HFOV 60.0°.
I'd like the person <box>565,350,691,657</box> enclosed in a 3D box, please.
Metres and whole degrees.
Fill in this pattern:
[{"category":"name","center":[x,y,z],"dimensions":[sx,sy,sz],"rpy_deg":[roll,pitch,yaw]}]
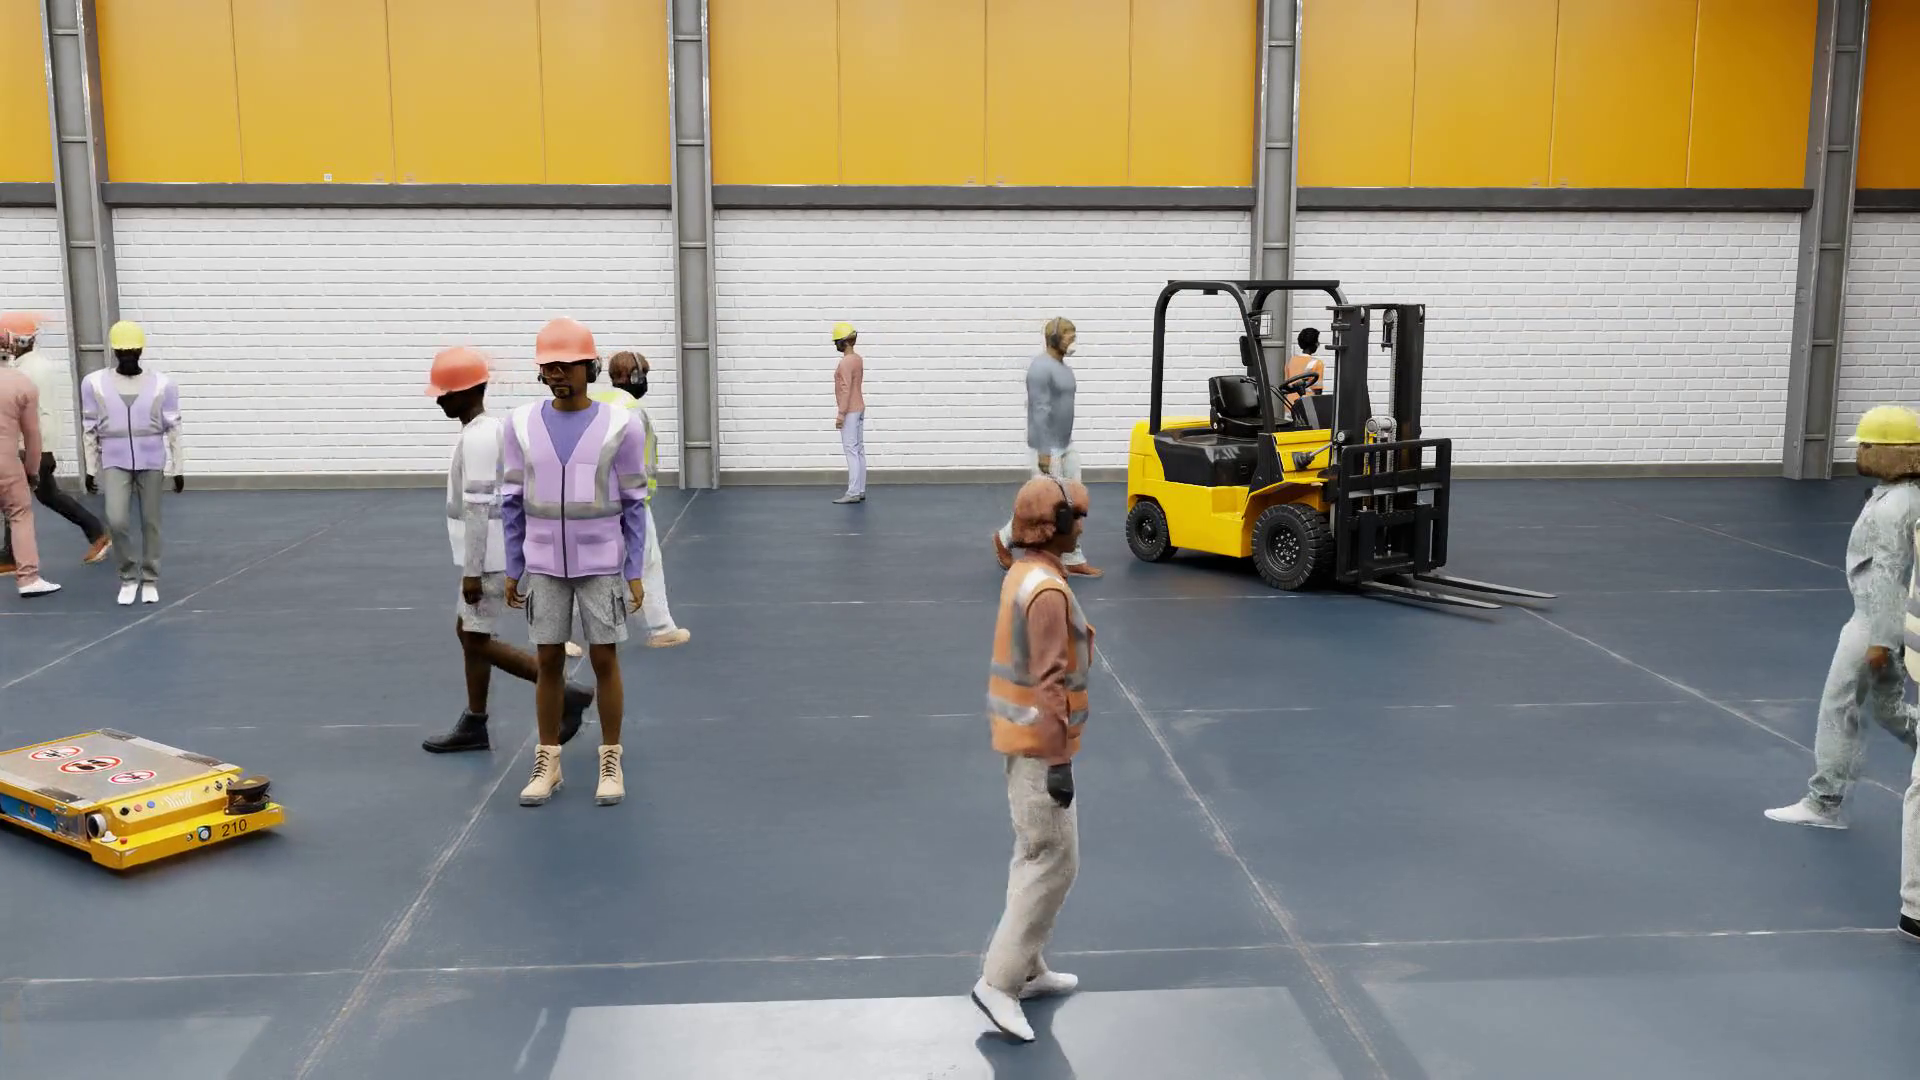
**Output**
[{"category":"person","center":[-2.048,-0.210,9.721],"dimensions":[0.912,1.787,0.660],"rpy_deg":[-7,11,-37]}]

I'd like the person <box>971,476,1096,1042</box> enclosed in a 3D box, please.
[{"category":"person","center":[0.202,0.625,4.963],"dimensions":[0.404,1.617,0.583],"rpy_deg":[-1,9,-7]}]

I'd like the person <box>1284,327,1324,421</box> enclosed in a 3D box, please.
[{"category":"person","center":[3.489,-1.307,16.866],"dimensions":[0.320,1.691,0.536],"rpy_deg":[-5,10,-28]}]

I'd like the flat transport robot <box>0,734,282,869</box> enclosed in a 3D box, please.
[{"category":"flat transport robot","center":[-3.461,1.013,6.735],"dimensions":[1.431,0.197,0.652],"rpy_deg":[6,11,35]}]

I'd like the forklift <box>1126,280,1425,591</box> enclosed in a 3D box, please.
[{"category":"forklift","center":[2.301,-0.860,12.475],"dimensions":[1.214,2.155,2.313],"rpy_deg":[-6,11,-35]}]

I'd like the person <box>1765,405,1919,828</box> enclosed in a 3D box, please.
[{"category":"person","center":[3.671,0.331,6.504],"dimensions":[0.750,1.716,0.491],"rpy_deg":[6,11,33]}]

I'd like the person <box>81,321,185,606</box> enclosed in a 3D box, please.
[{"category":"person","center":[-5.517,-0.503,11.115],"dimensions":[0.622,1.908,0.534],"rpy_deg":[-4,10,-24]}]

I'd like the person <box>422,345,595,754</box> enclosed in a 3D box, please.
[{"category":"person","center":[-2.097,0.065,7.577],"dimensions":[0.721,1.913,0.555],"rpy_deg":[-2,9,-10]}]

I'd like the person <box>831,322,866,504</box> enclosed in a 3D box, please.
[{"category":"person","center":[-1.093,-1.230,16.170],"dimensions":[0.328,1.759,0.524],"rpy_deg":[2,9,13]}]

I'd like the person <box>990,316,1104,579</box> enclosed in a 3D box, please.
[{"category":"person","center":[0.646,-0.668,12.124],"dimensions":[0.769,1.920,0.659],"rpy_deg":[5,10,27]}]

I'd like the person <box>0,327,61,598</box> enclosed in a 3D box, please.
[{"category":"person","center":[-6.605,-0.501,11.310],"dimensions":[0.736,1.870,0.413],"rpy_deg":[-7,11,-37]}]

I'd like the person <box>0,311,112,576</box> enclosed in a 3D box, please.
[{"category":"person","center":[-6.862,-0.729,12.415],"dimensions":[0.969,1.958,0.631],"rpy_deg":[-7,11,-38]}]

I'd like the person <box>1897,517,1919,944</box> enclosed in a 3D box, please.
[{"category":"person","center":[3.339,0.439,5.474],"dimensions":[0.403,1.827,0.588],"rpy_deg":[9,13,44]}]

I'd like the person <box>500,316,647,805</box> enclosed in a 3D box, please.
[{"category":"person","center":[-1.608,0.098,6.931],"dimensions":[0.605,2.045,0.382],"rpy_deg":[0,9,1]}]
